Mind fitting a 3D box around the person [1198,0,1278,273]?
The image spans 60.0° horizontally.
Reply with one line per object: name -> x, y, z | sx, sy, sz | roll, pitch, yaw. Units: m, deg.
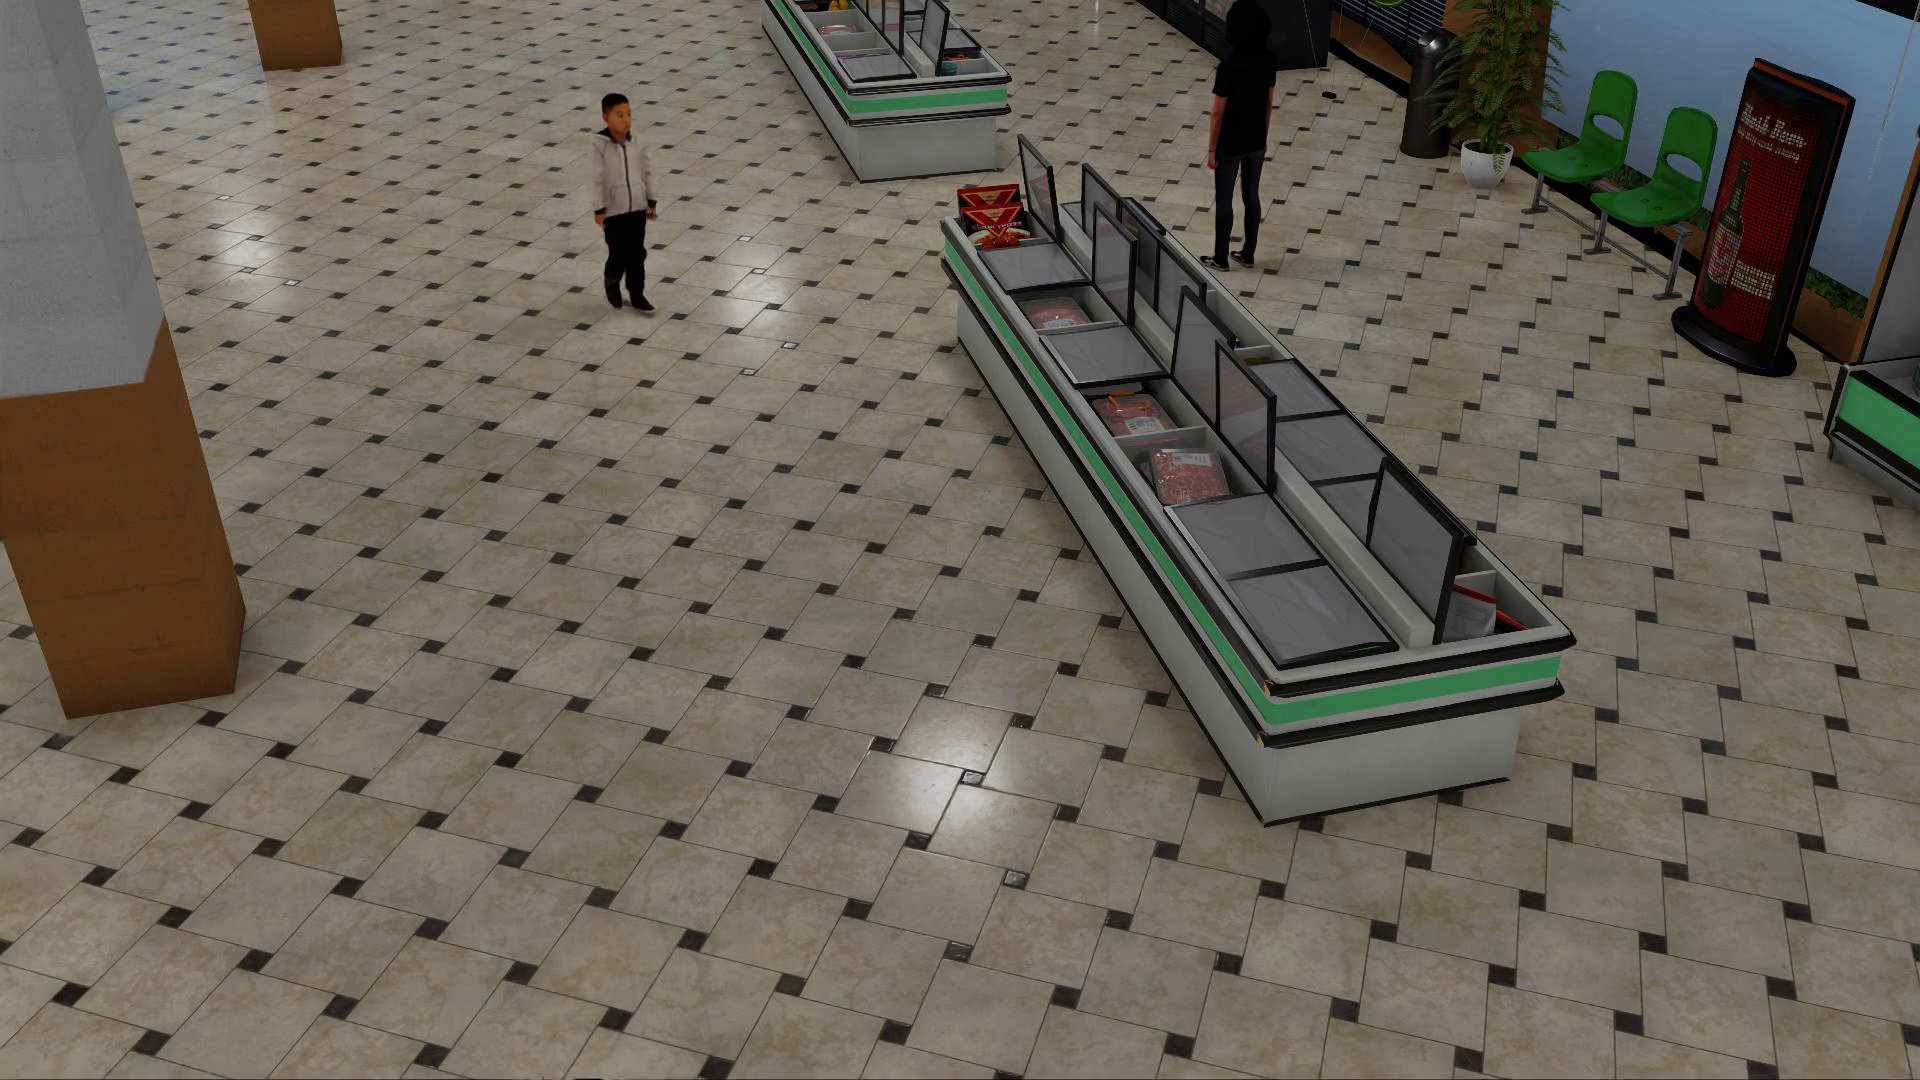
person -> 1.895, -2.703, 11.183 | 0.663, 1.829, 0.580 | -14, 34, -21

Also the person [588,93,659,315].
person -> -2.199, -2.149, 10.656 | 0.717, 1.446, 0.757 | -25, 40, -34
